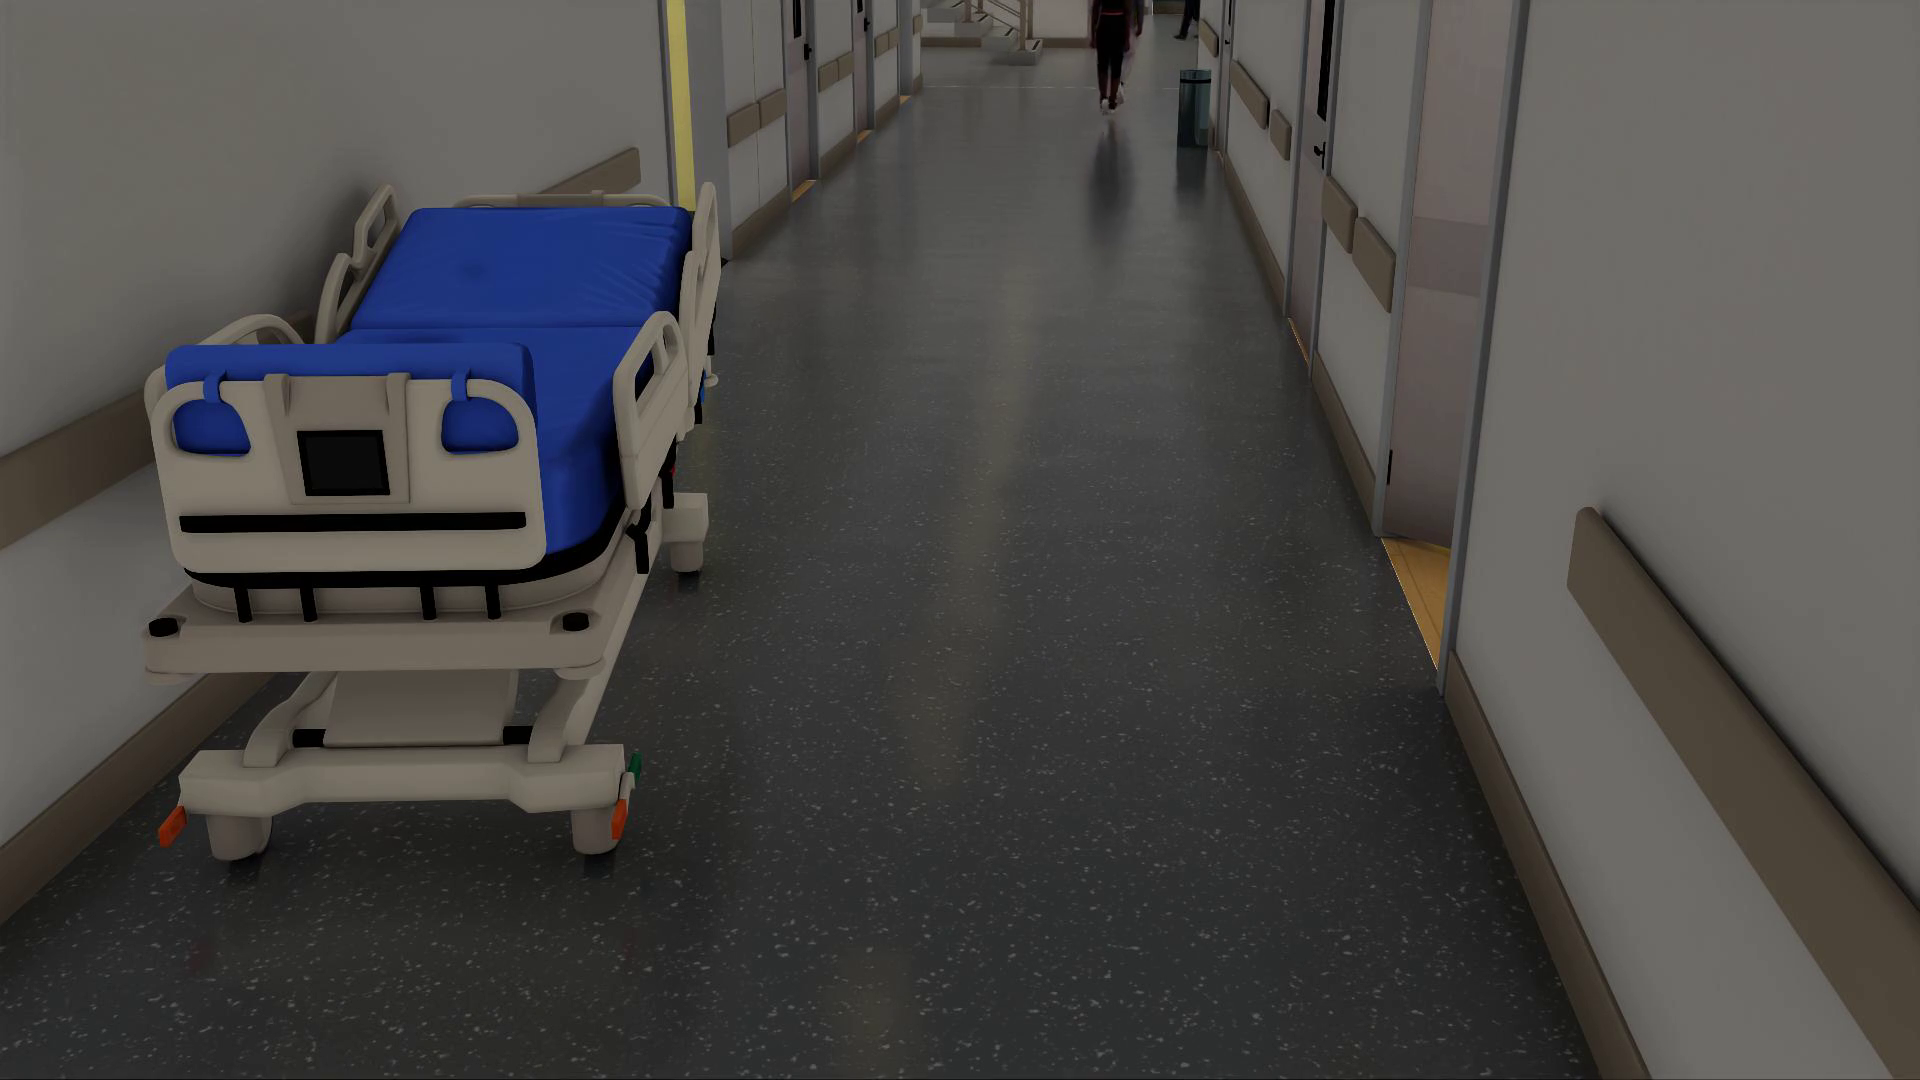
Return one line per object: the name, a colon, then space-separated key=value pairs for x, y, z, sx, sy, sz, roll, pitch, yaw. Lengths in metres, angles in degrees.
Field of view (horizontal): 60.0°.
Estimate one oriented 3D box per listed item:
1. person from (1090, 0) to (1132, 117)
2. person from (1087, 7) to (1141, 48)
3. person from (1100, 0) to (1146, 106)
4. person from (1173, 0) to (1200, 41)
person: x=1.631 y=-5.470 z=18.067 sx=1.105 sy=1.724 sz=0.690 roll=3 pitch=21 yaw=7
person: x=2.332 y=-8.879 z=27.116 sx=1.217 sy=1.688 sz=0.979 roll=-8 pitch=22 yaw=-20
person: x=1.824 y=-5.917 z=19.110 sx=0.881 sy=1.821 sz=0.881 roll=7 pitch=22 yaw=18
person: x=4.058 y=-9.496 z=28.575 sx=1.246 sy=1.768 sz=1.221 roll=-18 pitch=27 yaw=-39
